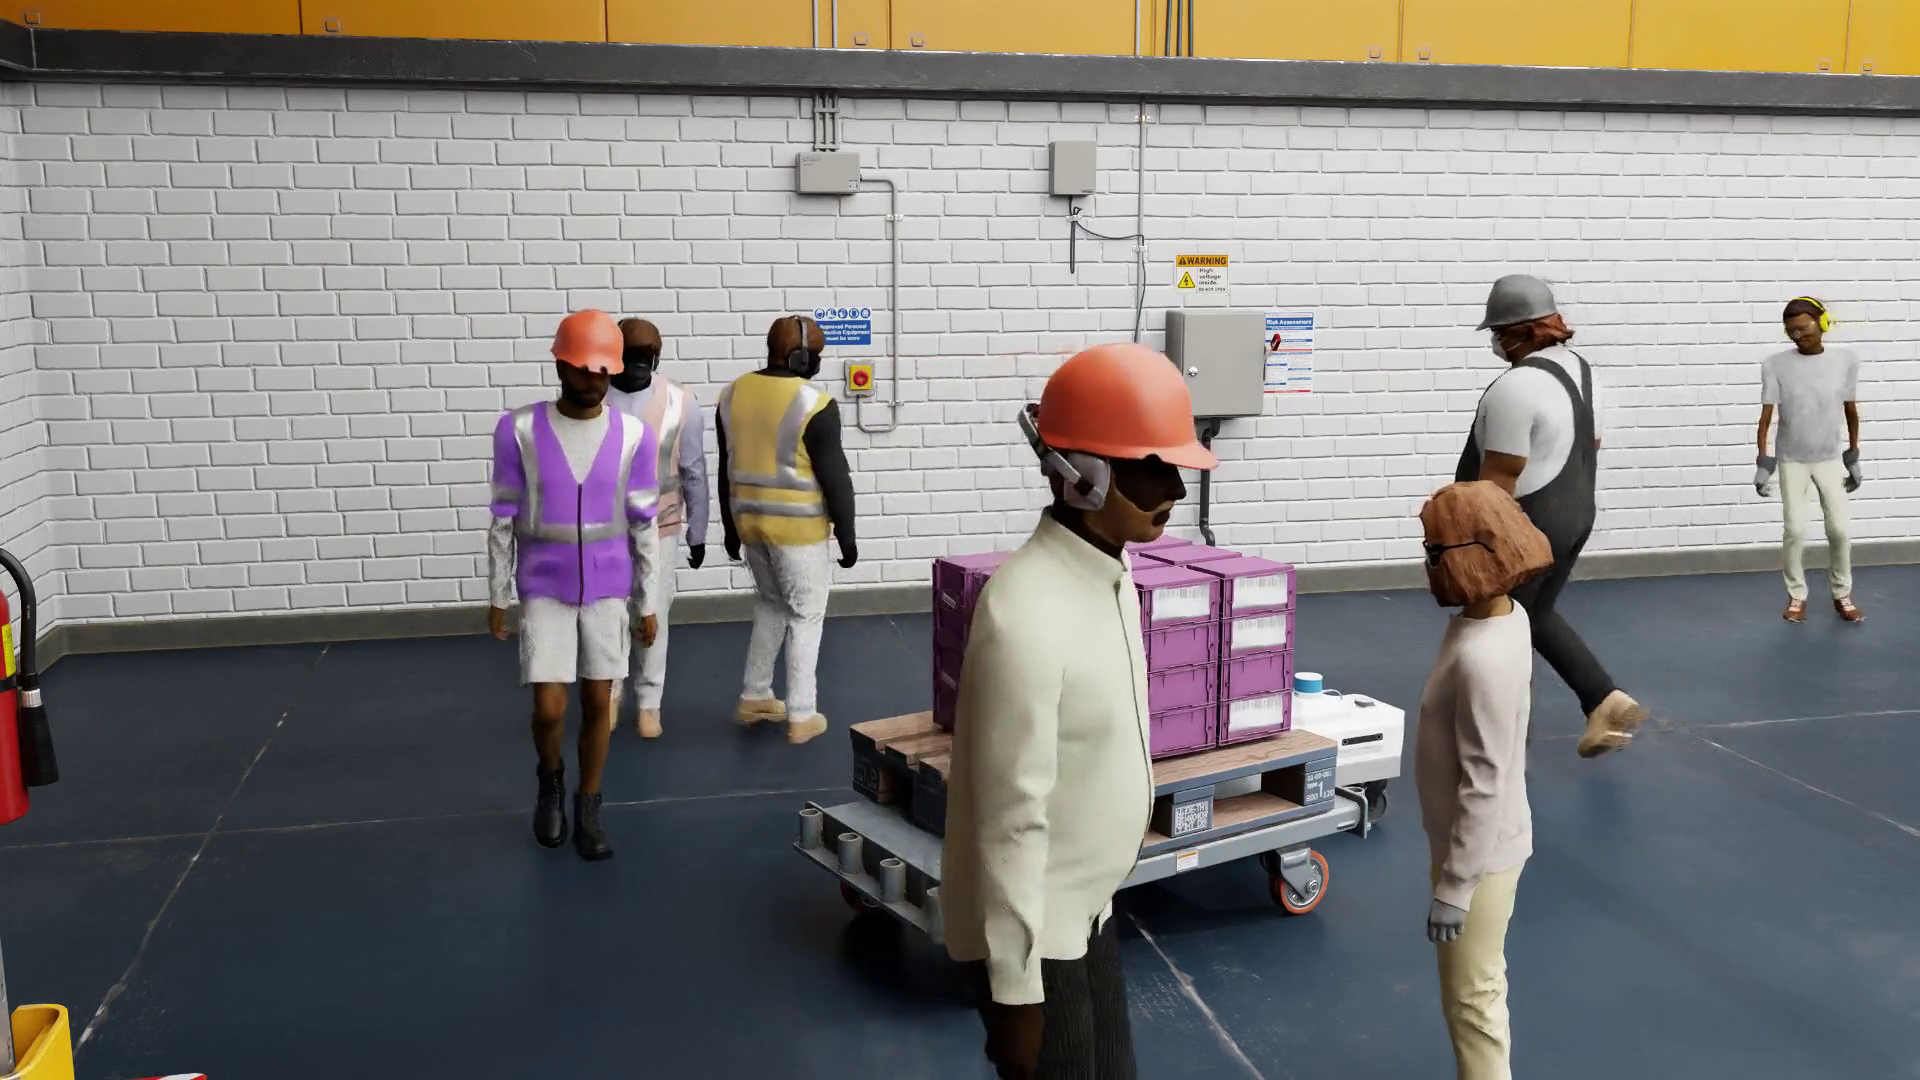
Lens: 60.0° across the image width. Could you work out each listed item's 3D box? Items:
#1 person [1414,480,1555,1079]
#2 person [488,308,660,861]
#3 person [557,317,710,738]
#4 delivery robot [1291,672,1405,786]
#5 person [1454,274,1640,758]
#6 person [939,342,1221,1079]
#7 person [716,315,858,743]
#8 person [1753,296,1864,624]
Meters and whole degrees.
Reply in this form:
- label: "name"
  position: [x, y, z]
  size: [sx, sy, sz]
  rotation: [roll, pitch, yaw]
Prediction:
- label: "person"
  position: [1.090, 0.681, 3.589]
  size: [0.288, 1.633, 0.497]
  rotation: [3, 11, 18]
- label: "person"
  position: [-1.293, 0.171, 5.639]
  size: [0.577, 1.908, 0.460]
  rotation: [-4, 11, -21]
- label: "person"
  position: [-1.388, -0.038, 7.074]
  size: [0.655, 1.814, 0.446]
  rotation: [-1, 10, -7]
- label: "delivery robot"
  position: [1.264, 0.726, 6.064]
  size: [0.707, 0.478, 0.477]
  rotation: [-5, 11, -25]
- label: "person"
  position: [2.319, -0.077, 6.658]
  size: [0.716, 2.000, 0.697]
  rotation: [-10, 14, -44]
- label: "person"
  position: [0.126, 0.638, 2.901]
  size: [0.627, 1.967, 0.659]
  rotation: [3, 11, 15]
- label: "person"
  position: [-0.725, -0.038, 7.054]
  size: [0.645, 1.821, 0.478]
  rotation: [8, 13, 37]
- label: "person"
  position: [4.713, -0.436, 9.229]
  size: [0.583, 1.826, 0.436]
  rotation: [3, 11, 15]
